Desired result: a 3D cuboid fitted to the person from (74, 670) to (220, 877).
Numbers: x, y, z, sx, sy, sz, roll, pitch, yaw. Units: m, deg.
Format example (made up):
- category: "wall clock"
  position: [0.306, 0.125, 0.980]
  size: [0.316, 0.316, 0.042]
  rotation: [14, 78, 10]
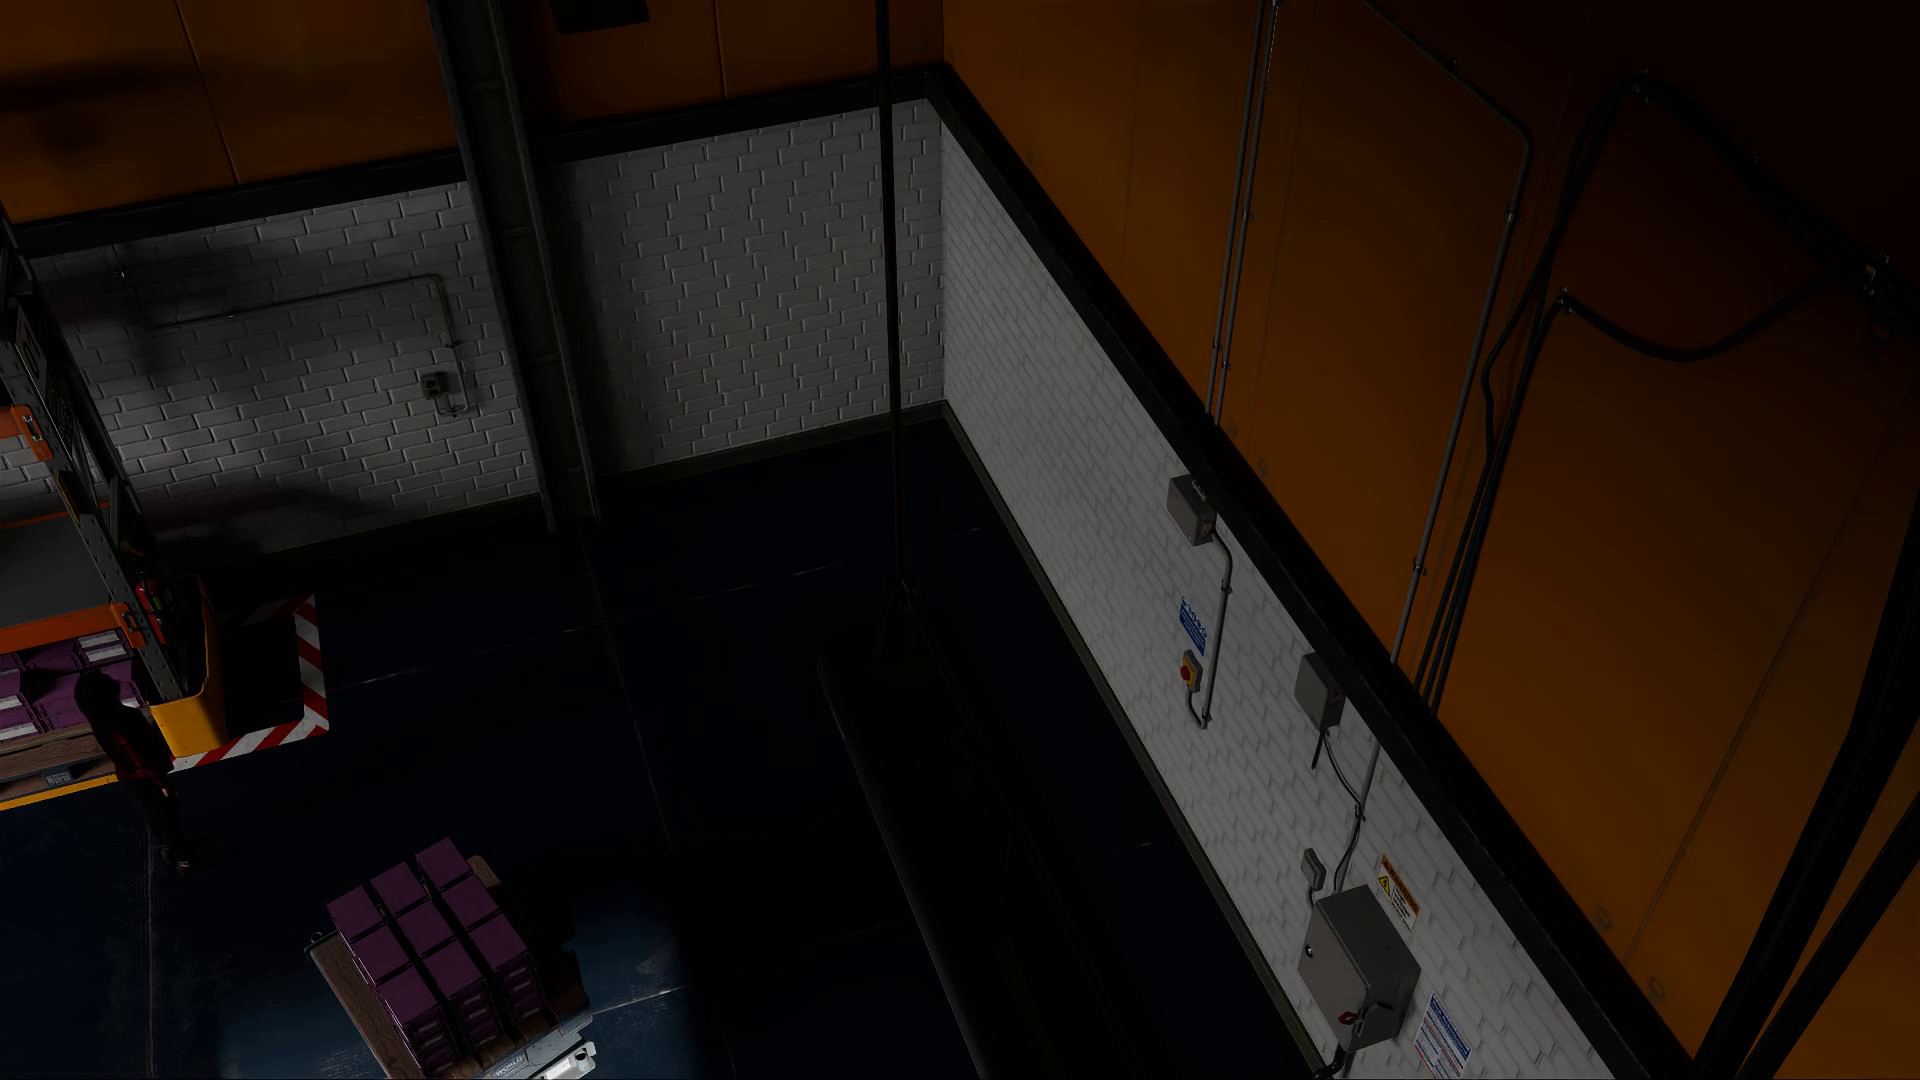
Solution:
- category: "person"
  position: [-4.690, 1.348, 9.529]
  size: [0.659, 1.660, 0.654]
  rotation: [33, 53, 30]
